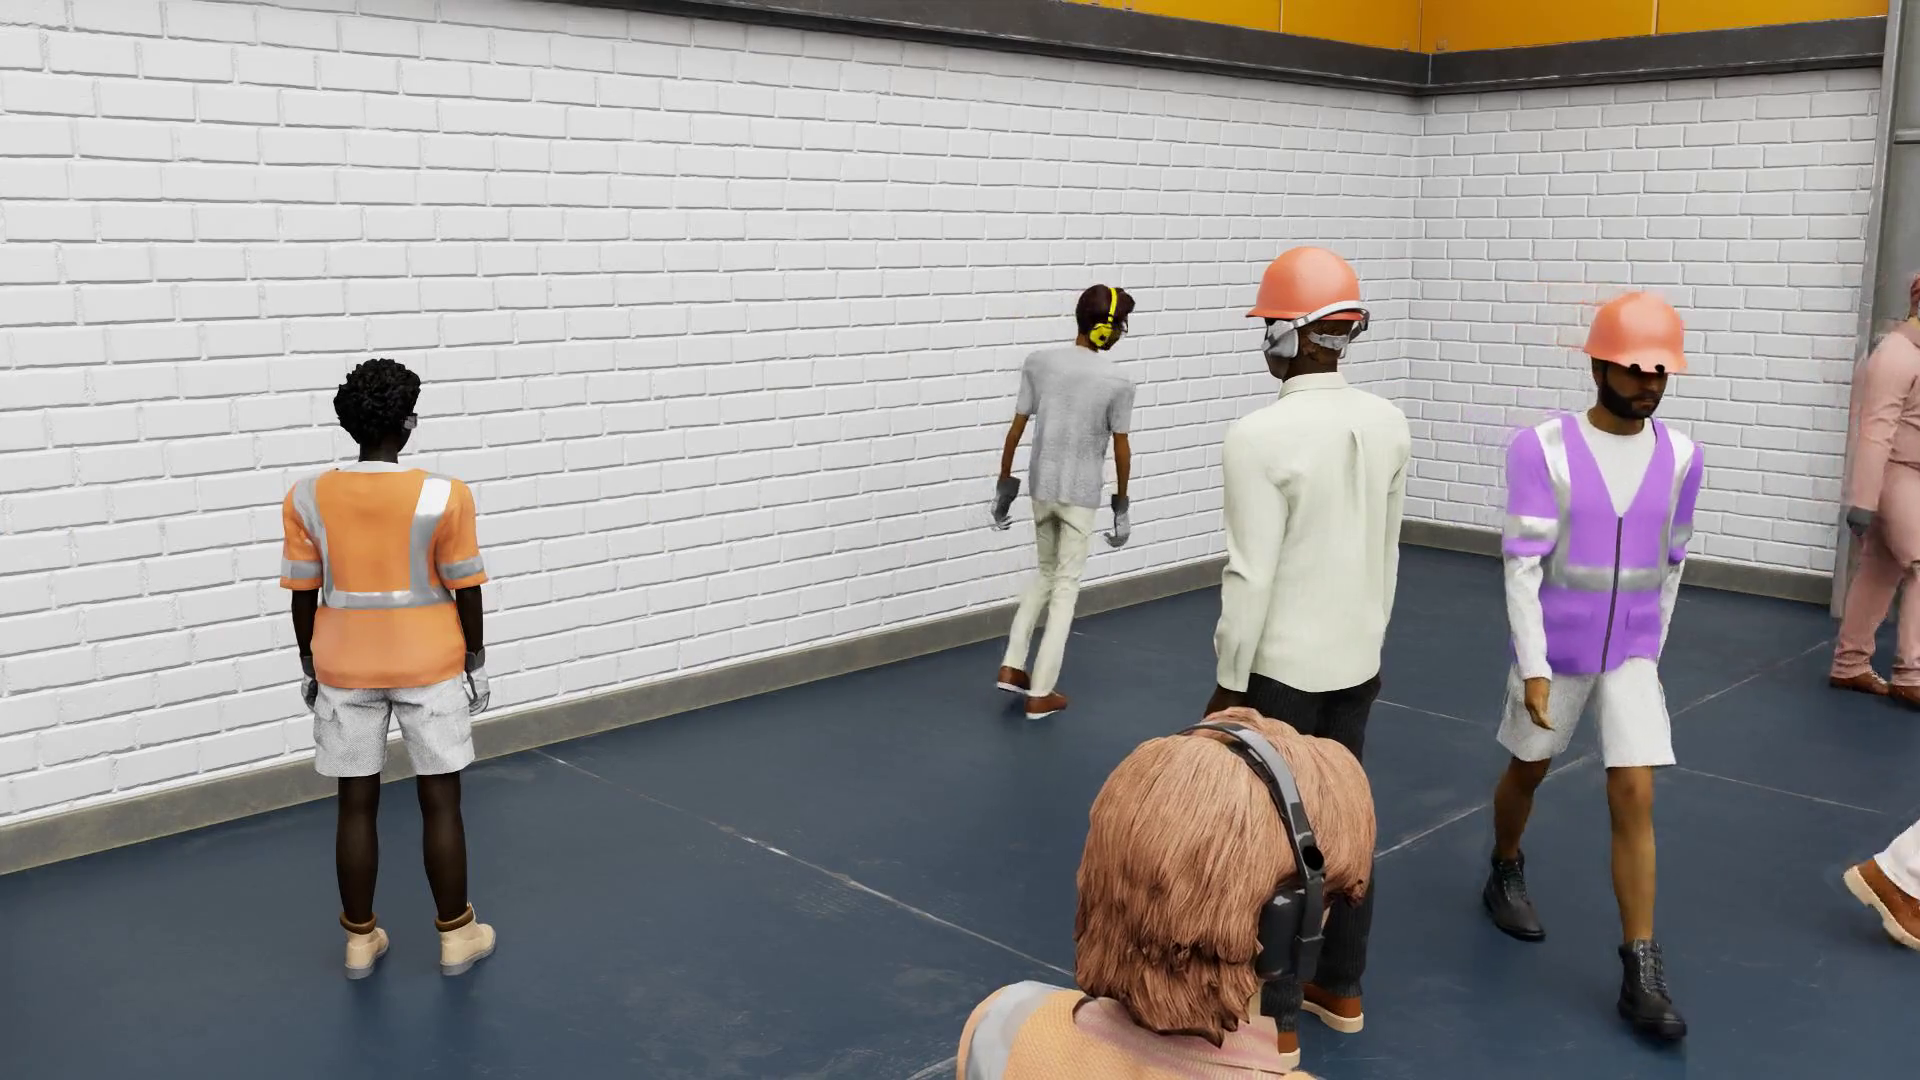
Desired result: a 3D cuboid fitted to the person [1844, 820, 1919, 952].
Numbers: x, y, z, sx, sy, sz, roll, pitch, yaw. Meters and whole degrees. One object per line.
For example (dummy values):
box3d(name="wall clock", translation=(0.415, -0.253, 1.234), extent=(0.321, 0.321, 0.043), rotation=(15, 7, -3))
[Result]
box3d(name="person", translation=(3.033, 0.236, 4.516), extent=(0.979, 1.962, 0.624), rotation=(6, 12, 30))

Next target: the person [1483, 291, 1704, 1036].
box3d(name="person", translation=(1.692, 0.280, 4.466), extent=(0.545, 1.884, 0.989), rotation=(0, 10, 0))

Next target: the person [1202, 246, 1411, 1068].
box3d(name="person", translation=(0.833, 0.291, 4.084), extent=(0.620, 1.994, 0.381), rotation=(-8, 13, -39))

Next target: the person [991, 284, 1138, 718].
box3d(name="person", translation=(0.436, -0.155, 6.986), extent=(0.628, 1.823, 0.413), rotation=(6, 12, 30))

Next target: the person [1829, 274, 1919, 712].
box3d(name="person", translation=(4.129, -0.206, 7.089), extent=(0.721, 1.880, 0.667), rotation=(9, 14, 40))

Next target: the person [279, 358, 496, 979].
box3d(name="person", translation=(-1.544, 0.358, 4.531), extent=(0.540, 1.695, 0.317), rotation=(0, 10, -2))

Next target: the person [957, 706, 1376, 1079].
box3d(name="person", translation=(0.195, 0.953, 1.443), extent=(0.518, 1.639, 0.312), rotation=(10, 14, 43))
